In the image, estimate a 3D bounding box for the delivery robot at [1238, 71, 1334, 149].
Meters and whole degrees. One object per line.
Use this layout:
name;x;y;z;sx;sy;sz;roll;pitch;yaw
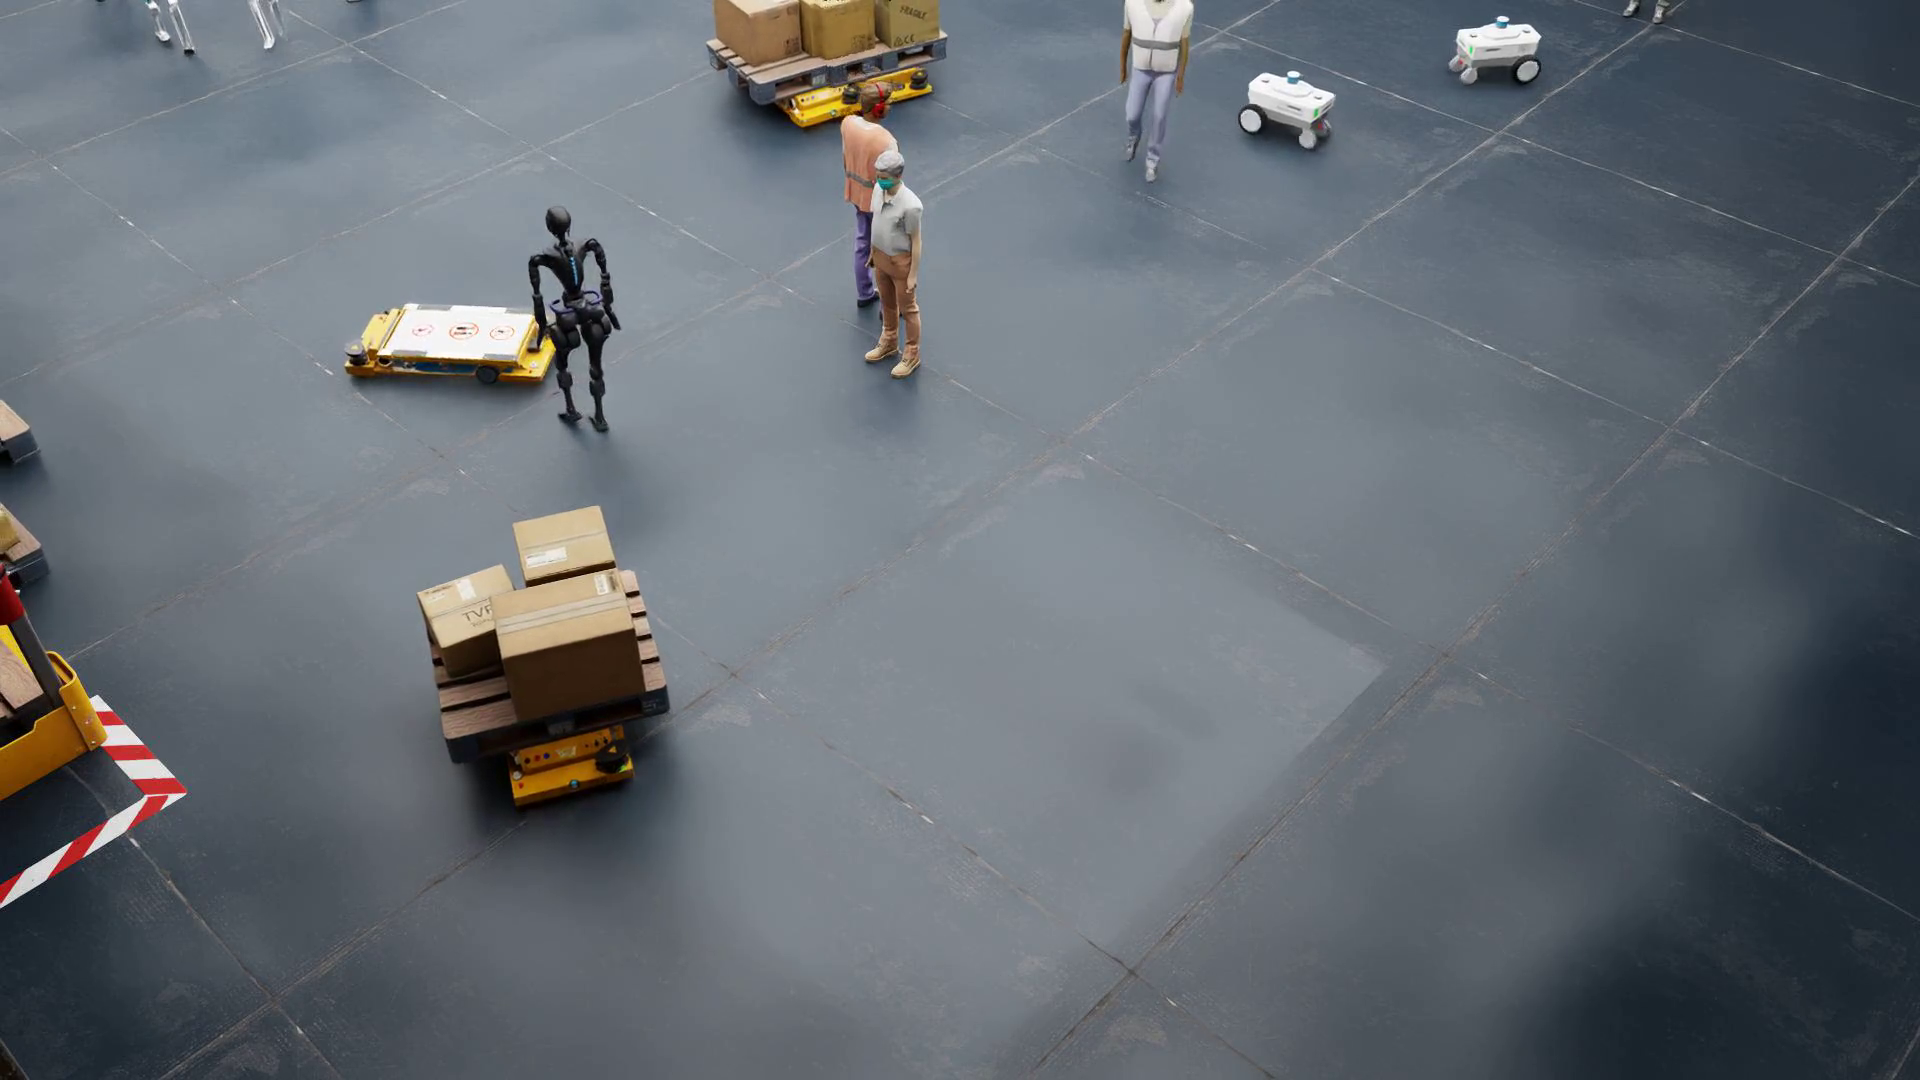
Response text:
delivery robot;2.870;-3.801;14.534;0.793;0.590;0.499;27;48;26

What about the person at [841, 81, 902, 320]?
person;-0.623;-2.449;12.075;0.389;1.837;0.562;-32;51;-30

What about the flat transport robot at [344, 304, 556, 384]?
flat transport robot;-3.679;-1.432;12.117;1.431;0.231;0.659;3;42;3

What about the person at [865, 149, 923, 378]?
person;-0.464;-1.934;11.575;0.321;1.740;0.469;-33;51;-31

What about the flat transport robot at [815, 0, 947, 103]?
flat transport robot;-0.888;-4.446;15.467;0.659;0.231;1.431;-21;46;-22

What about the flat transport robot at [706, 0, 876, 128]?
flat transport robot;-1.521;-4.211;15.207;0.659;0.231;1.431;-24;47;-24

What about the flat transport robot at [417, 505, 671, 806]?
flat transport robot;-2.337;0.872;9.557;0.659;0.231;1.431;-13;44;-14

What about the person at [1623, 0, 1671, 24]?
person;6.783;-5.891;15.907;0.567;1.833;0.402;20;46;21

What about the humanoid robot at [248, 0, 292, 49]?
humanoid robot;-6.632;-5.331;15.421;0.530;1.860;0.774;-5;42;-6

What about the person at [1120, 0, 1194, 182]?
person;1.586;-3.851;13.641;0.564;1.822;0.443;7;42;7

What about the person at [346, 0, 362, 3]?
person;-6.106;-6.241;16.269;0.417;1.870;0.535;-23;47;-23

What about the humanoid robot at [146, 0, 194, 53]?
humanoid robot;-7.556;-5.368;15.472;0.547;1.899;0.774;-27;49;-27

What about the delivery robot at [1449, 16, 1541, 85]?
delivery robot;4.969;-4.522;15.352;0.811;0.613;0.499;-7;42;-7

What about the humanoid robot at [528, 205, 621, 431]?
humanoid robot;-2.559;-1.474;11.116;0.585;1.639;0.394;-24;47;-24
